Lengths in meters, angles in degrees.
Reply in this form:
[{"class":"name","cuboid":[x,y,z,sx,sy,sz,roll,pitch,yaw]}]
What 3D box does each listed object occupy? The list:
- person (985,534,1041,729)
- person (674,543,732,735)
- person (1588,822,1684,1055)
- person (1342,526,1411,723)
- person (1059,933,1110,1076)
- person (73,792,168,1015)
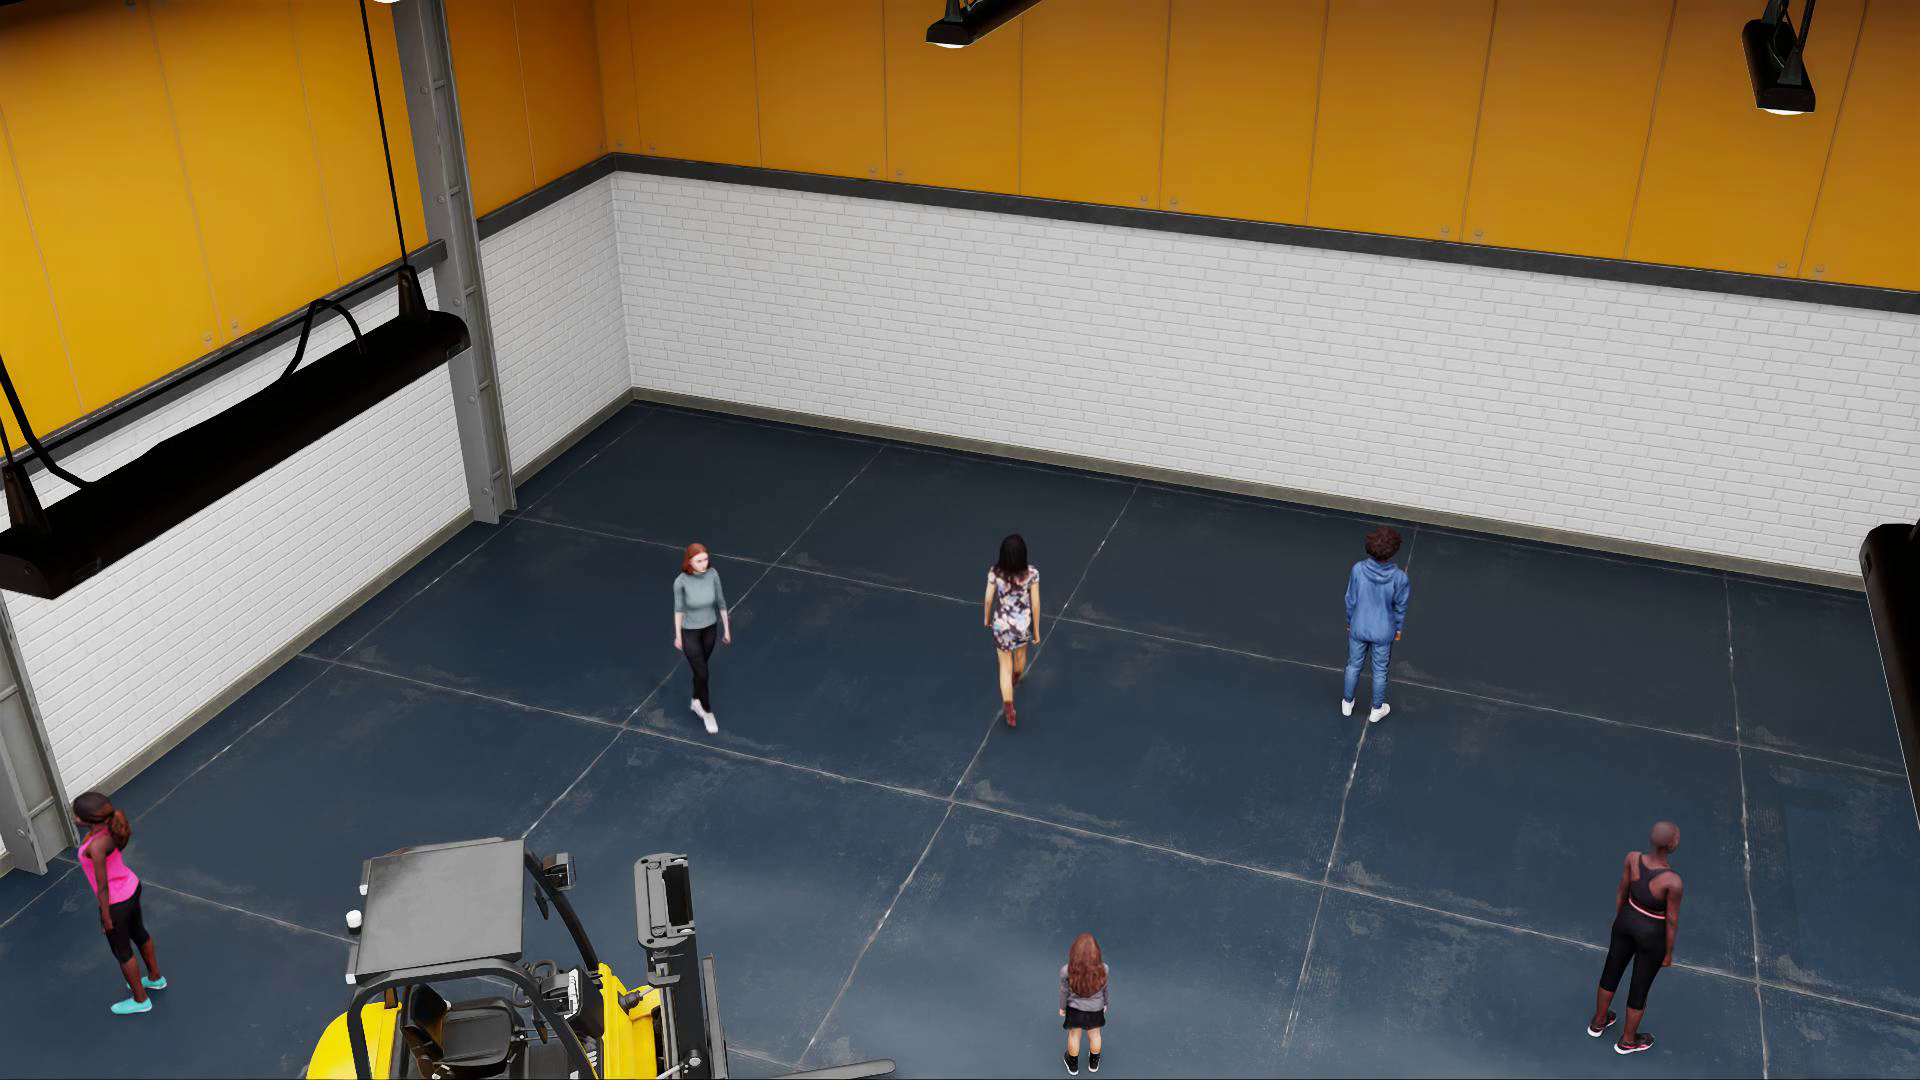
[{"class":"person","cuboid":[0.433,0.793,13.973,0.864,1.690,1.168,1,29,1]},{"class":"person","cuboid":[-2.232,0.760,14.000,0.845,1.723,0.887,-18,33,-29]},{"class":"person","cuboid":[4.368,2.536,10.702,0.706,1.763,0.674,-18,33,-30]},{"class":"person","cuboid":[3.484,0.703,14.011,0.692,1.811,0.600,13,31,23]},{"class":"person","cuboid":[0.793,2.954,10.621,0.532,1.105,0.549,-2,29,-4]},{"class":"person","cuboid":[-5.558,2.365,11.057,0.736,1.722,0.667,-4,29,-6]}]
